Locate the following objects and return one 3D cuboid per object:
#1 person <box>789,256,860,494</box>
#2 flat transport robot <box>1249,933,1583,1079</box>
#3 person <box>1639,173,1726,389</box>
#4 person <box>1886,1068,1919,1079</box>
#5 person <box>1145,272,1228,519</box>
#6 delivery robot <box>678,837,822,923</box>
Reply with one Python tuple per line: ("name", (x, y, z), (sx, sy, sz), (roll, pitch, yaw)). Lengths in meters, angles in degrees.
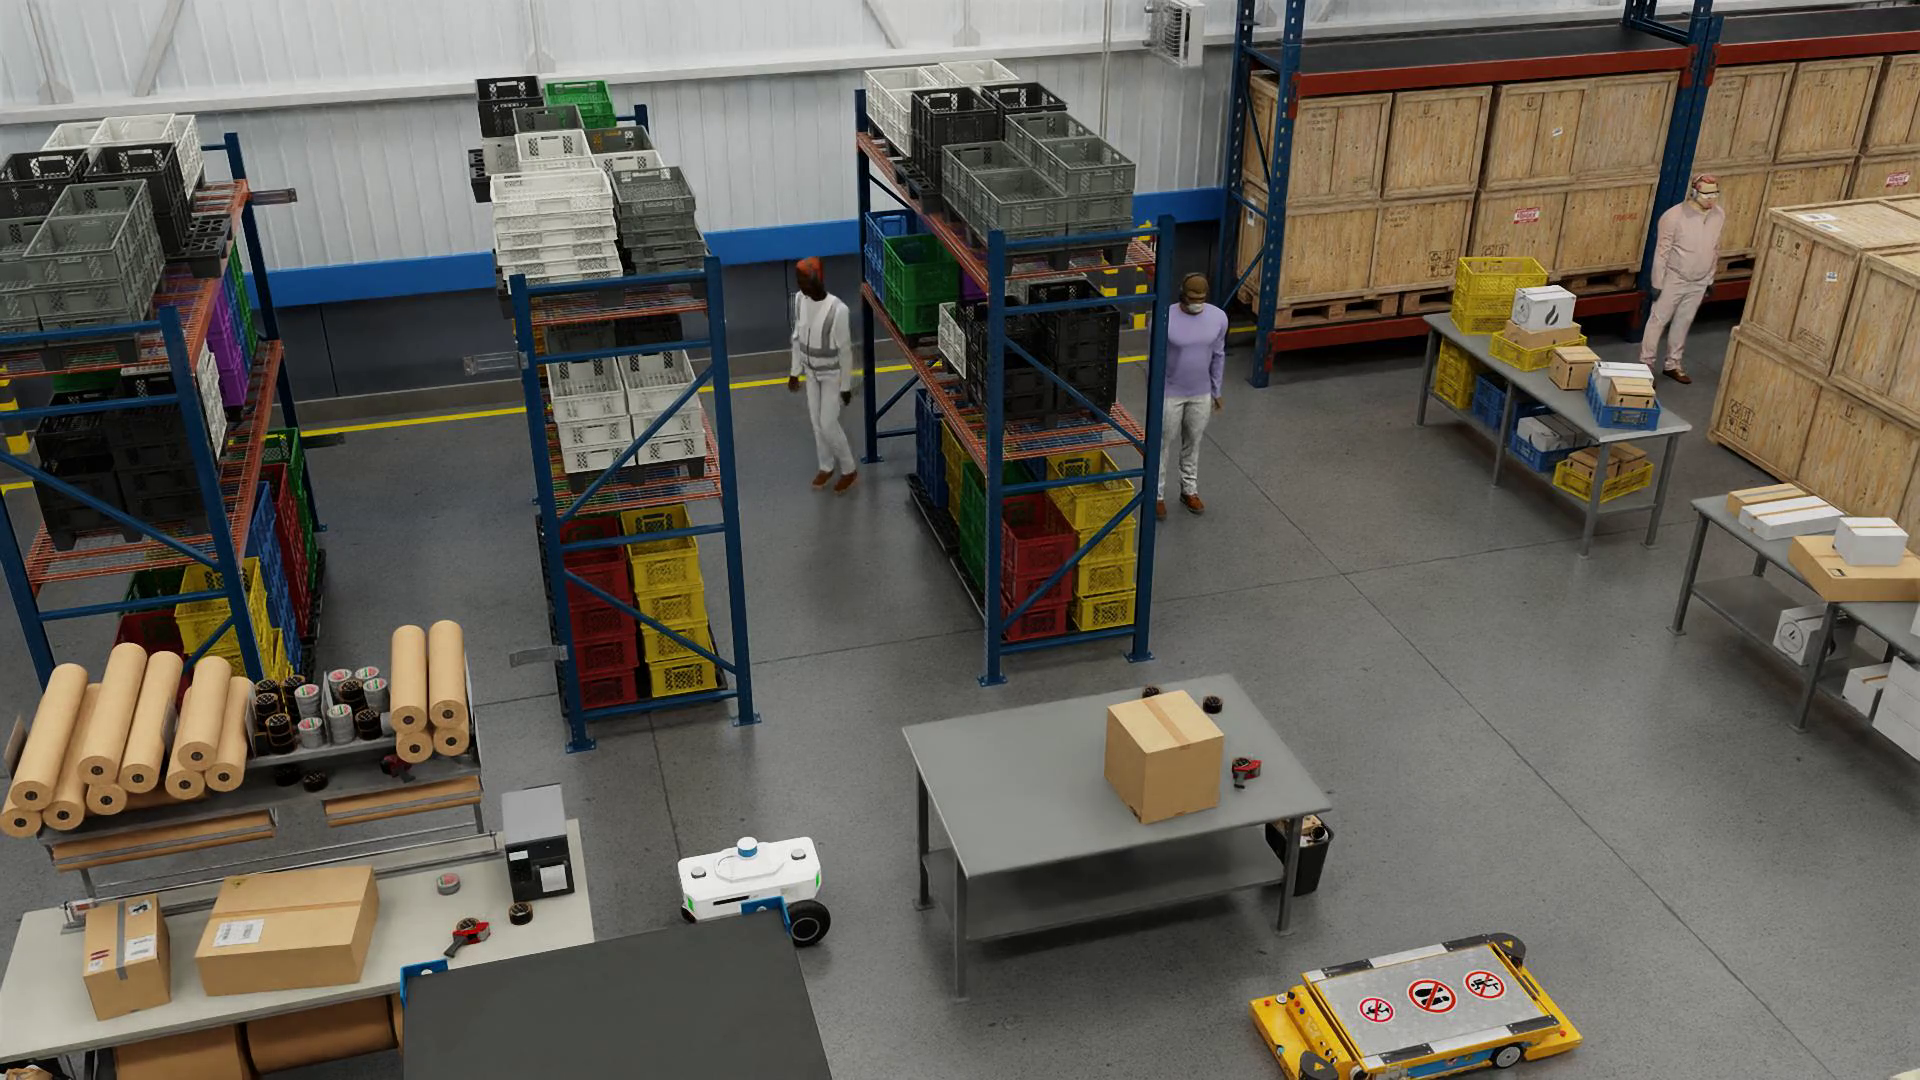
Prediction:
("person", (-1.043, -1.269, 12.799), (0.605, 1.869, 0.389), (26, 38, 38))
("flat transport robot", (2.184, 2.282, 7.980), (1.431, 0.197, 0.652), (-8, 30, -14))
("person", (6.351, -2.270, 14.578), (0.639, 1.908, 0.409), (-8, 30, -14))
("person", (3.460, 2.454, 6.068), (0.586, 1.823, 0.403), (-8, 30, -14))
("person", (1.674, -1.087, 12.397), (0.628, 1.935, 0.373), (-8, 30, -14))
("delivery robot", (-1.084, 1.750, 8.563), (0.707, 0.478, 0.477), (-8, 30, -14))
